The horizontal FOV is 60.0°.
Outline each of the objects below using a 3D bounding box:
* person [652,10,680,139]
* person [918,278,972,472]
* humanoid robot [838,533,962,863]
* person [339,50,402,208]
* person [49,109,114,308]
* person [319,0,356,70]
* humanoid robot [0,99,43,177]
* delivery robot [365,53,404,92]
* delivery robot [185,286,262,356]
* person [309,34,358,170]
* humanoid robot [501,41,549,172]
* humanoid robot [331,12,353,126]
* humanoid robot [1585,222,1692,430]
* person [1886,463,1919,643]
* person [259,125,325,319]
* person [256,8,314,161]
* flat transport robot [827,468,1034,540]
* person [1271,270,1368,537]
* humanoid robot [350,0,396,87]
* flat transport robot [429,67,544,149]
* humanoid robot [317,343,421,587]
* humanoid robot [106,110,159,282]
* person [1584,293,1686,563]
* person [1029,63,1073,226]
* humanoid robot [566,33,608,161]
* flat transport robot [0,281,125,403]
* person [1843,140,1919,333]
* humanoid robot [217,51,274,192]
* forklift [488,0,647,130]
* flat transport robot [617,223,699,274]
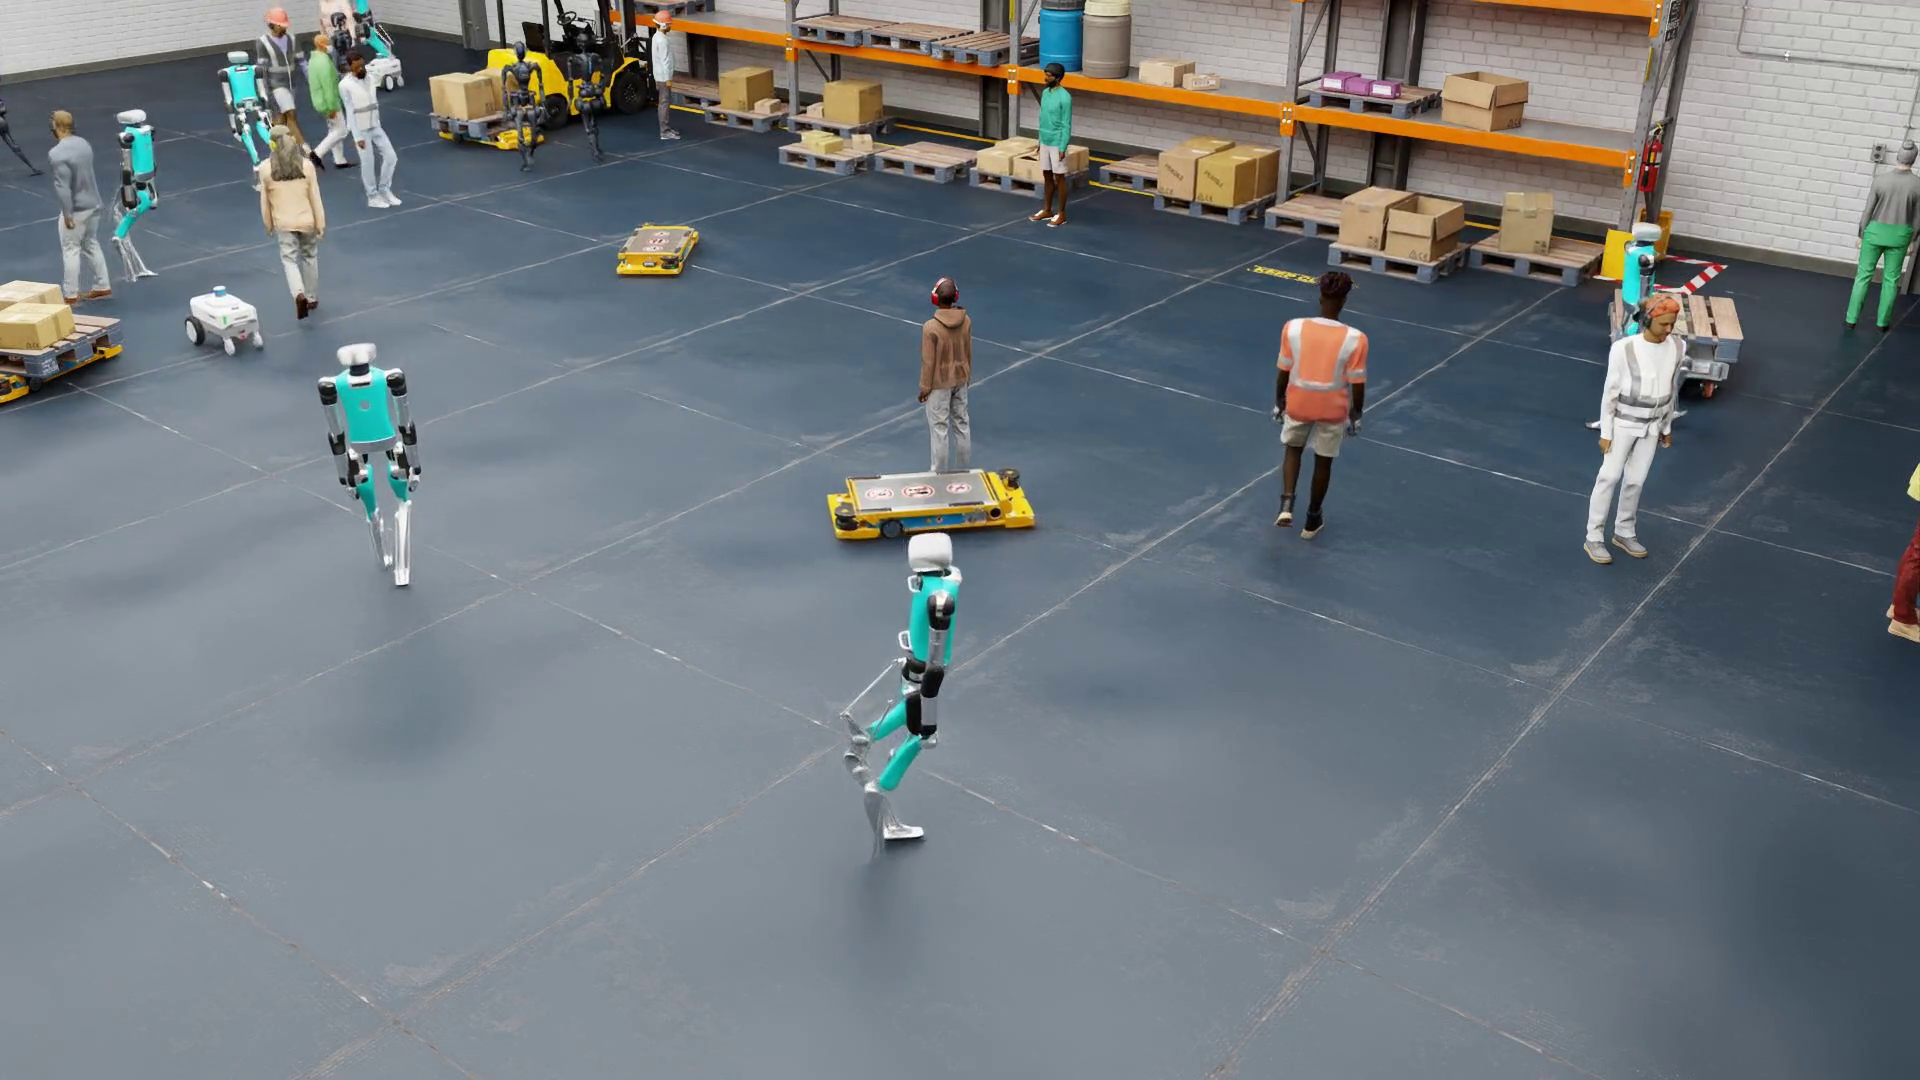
[{"bbox_3d":[-4.145,-6.559,23.457,0.351,1.745,0.565,-7,27,-13],"label":"person"},{"bbox_3d":[-0.095,-1.139,12.335,0.464,1.651,0.333,-19,32,-35],"label":"person"},{"bbox_3d":[-0.354,0.858,8.238,0.736,1.896,0.543,-3,26,-6],"label":"humanoid robot"},{"bbox_3d":[-7.022,-4.869,19.785,0.526,1.890,0.599,10,28,20],"label":"person"},{"bbox_3d":[-8.813,-3.287,16.491,0.576,1.914,0.656,1,26,1],"label":"person"},{"bbox_3d":[-9.760,-7.834,26.012,0.827,1.810,0.982,8,27,16],"label":"person"},{"bbox_3d":[-12.340,-5.431,21.260,0.786,1.630,0.599,-14,29,-26],"label":"humanoid robot"},{"bbox_3d":[-9.344,-7.534,26.857,0.515,0.606,0.778,5,26,11],"label":"delivery robot"},{"bbox_3d":[-6.874,-2.066,15.537,0.799,0.608,0.499,22,33,38],"label":"delivery robot"},{"bbox_3d":[-8.231,-5.656,21.571,0.567,1.760,0.574,-17,31,-31],"label":"person"},{"bbox_3d":[-5.717,-5.680,21.770,0.610,1.655,0.619,-13,29,-25],"label":"humanoid robot"},{"bbox_3d":[-8.823,-6.704,23.849,0.441,1.667,0.600,-18,31,-33],"label":"humanoid robot"},{"bbox_3d":[5.676,-1.668,13.392,1.006,1.770,0.530,2,26,4],"label":"humanoid robot"},{"bbox_3d":[6.088,-0.234,10.331,0.383,1.768,0.467,14,29,27],"label":"person"},{"bbox_3d":[-6.444,-3.076,16.123,0.570,1.847,0.777,-9,27,-19],"label":"person"},{"bbox_3d":[-8.932,-6.060,22.153,1.060,1.972,0.641,14,29,27],"label":"person"},{"bbox_3d":[-0.223,-0.263,12.115,1.431,0.231,0.659,-4,26,-9],"label":"flat transport robot"},{"bbox_3d":[2.486,-0.923,11.543,0.639,1.952,0.434,11,28,21],"label":"person"},{"bbox_3d":[-9.440,-8.209,26.900,0.722,1.785,0.539,1,26,2],"label":"humanoid robot"},{"bbox_3d":[-6.627,-5.740,23.458,1.431,0.231,0.659,16,30,30],"label":"flat transport robot"},{"bbox_3d":[-3.825,-0.463,10.973,0.539,1.902,0.754,-8,27,-16],"label":"humanoid robot"},{"bbox_3d":[-8.641,-3.529,17.262,0.745,1.831,0.551,2,26,5],"label":"humanoid robot"},{"bbox_3d":[4.590,-0.758,11.282,0.572,1.886,0.357,-8,27,-16],"label":"person"},{"bbox_3d":[1.094,-4.579,19.236,0.396,1.851,0.494,-17,31,-32],"label":"person"},{"bbox_3d":[-5.025,-5.934,22.252,0.590,1.647,0.511,-22,34,-38],"label":"humanoid robot"},{"bbox_3d":[-8.249,-1.562,14.806,0.659,0.231,1.431,7,27,15],"label":"flat transport robot"},{"bbox_3d":[8.764,-2.874,15.716,0.523,1.839,0.331,12,28,23],"label":"person"},{"bbox_3d":[-8.611,-5.040,20.389,0.530,1.765,0.940,-19,32,-34],"label":"humanoid robot"},{"bbox_3d":[-5.874,-7.334,24.552,1.214,2.155,2.313,19,32,34],"label":"forklift"},{"bbox_3d":[-3.288,-3.175,18.146,0.659,0.231,1.431,0,26,1],"label":"flat transport robot"}]
